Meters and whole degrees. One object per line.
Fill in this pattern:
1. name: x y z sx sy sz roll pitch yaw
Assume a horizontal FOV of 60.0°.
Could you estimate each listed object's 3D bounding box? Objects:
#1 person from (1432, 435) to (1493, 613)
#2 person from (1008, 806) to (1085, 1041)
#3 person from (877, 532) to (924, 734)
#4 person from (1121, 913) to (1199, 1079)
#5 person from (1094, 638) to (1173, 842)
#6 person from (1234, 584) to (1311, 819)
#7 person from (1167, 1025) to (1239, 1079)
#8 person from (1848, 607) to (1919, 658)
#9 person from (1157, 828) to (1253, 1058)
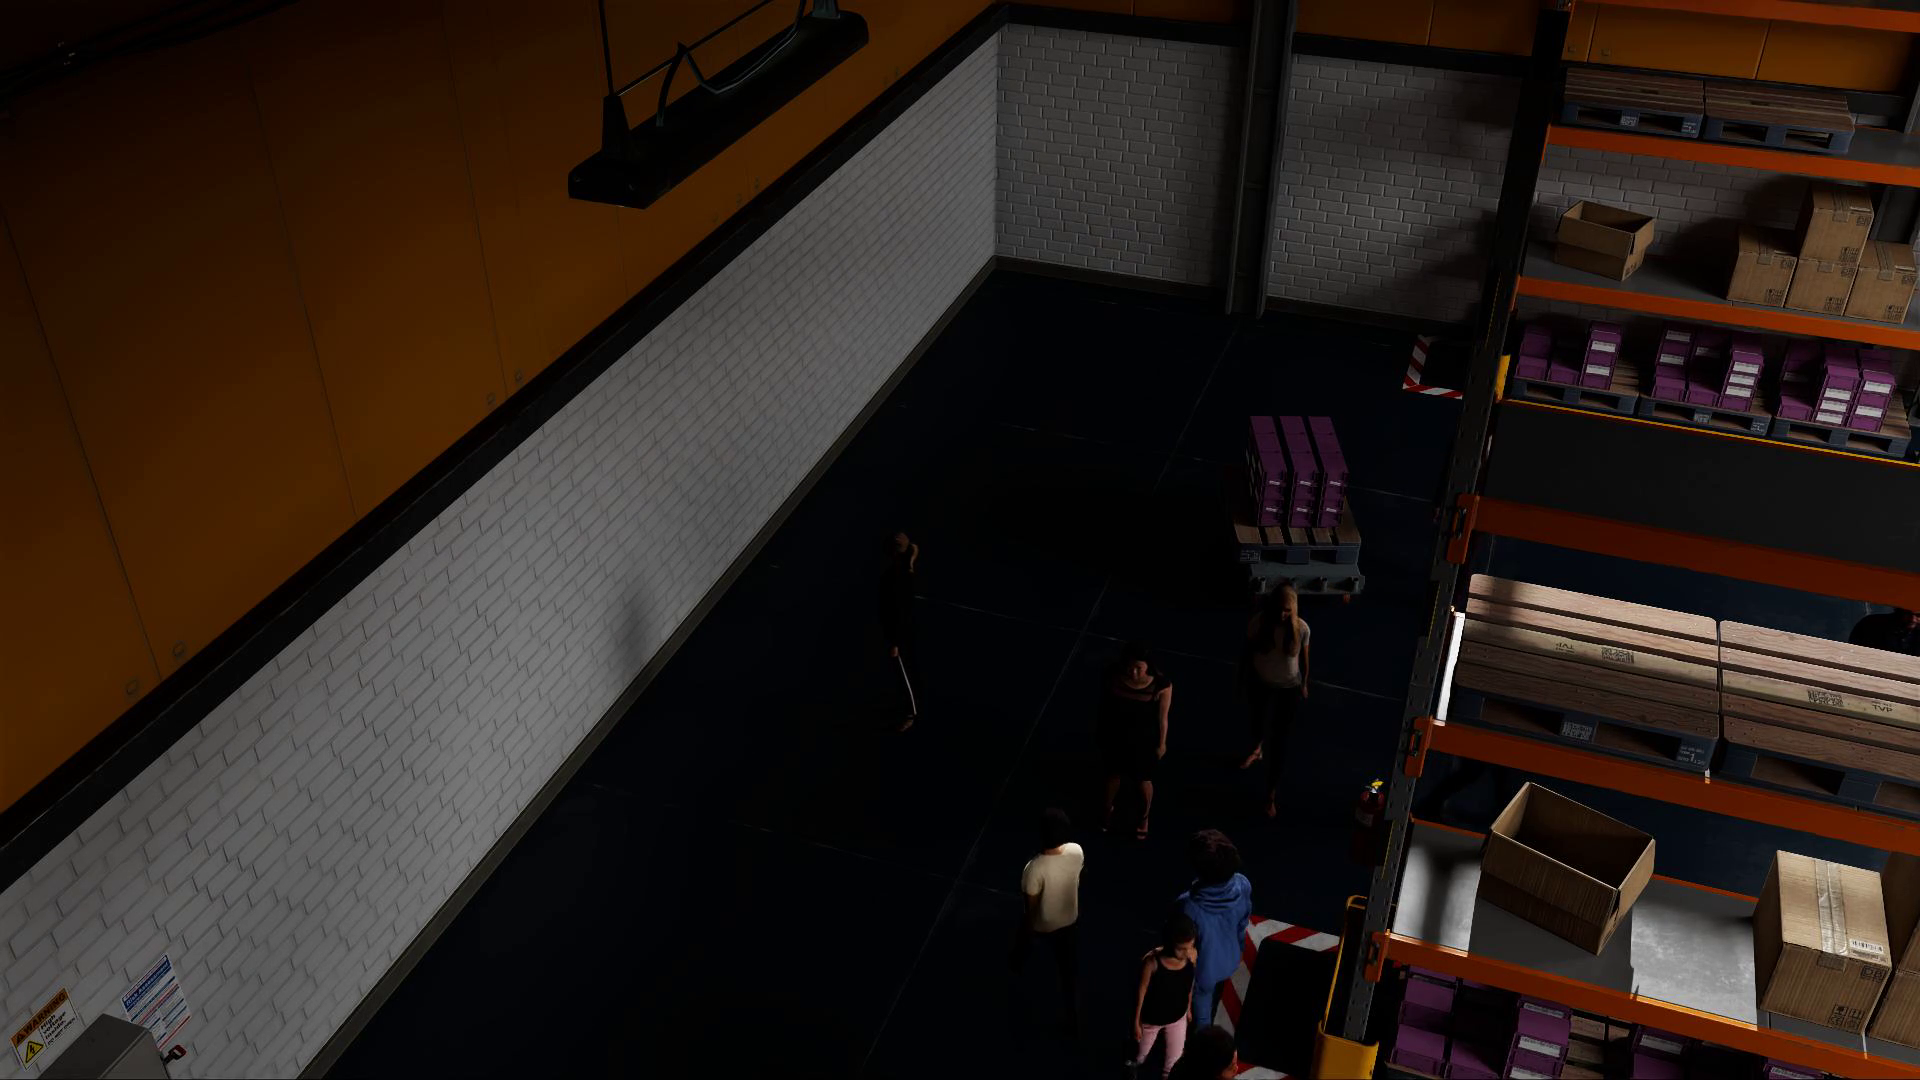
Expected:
1. person: 4.060 -0.261 13.304 0.955 1.847 0.823 16 37 23
2. person: 0.583 2.272 9.766 1.011 1.545 1.053 -15 37 -22
3. person: -0.418 0.669 12.033 0.566 1.705 0.647 7 34 10
4. person: 1.089 2.616 9.255 0.980 1.538 0.960 -7 34 -11
5. person: 1.134 1.319 11.050 0.530 1.711 0.693 12 36 18
6. person: 2.164 0.971 11.502 0.942 1.789 0.770 9 35 14
7. person: 1.065 3.057 8.375 1.128 1.778 0.804 18 37 24
8. person: 6.207 1.080 11.314 0.561 1.817 0.772 8 34 11
9. person: 1.428 2.402 9.349 0.949 1.789 1.018 -17 37 -24
